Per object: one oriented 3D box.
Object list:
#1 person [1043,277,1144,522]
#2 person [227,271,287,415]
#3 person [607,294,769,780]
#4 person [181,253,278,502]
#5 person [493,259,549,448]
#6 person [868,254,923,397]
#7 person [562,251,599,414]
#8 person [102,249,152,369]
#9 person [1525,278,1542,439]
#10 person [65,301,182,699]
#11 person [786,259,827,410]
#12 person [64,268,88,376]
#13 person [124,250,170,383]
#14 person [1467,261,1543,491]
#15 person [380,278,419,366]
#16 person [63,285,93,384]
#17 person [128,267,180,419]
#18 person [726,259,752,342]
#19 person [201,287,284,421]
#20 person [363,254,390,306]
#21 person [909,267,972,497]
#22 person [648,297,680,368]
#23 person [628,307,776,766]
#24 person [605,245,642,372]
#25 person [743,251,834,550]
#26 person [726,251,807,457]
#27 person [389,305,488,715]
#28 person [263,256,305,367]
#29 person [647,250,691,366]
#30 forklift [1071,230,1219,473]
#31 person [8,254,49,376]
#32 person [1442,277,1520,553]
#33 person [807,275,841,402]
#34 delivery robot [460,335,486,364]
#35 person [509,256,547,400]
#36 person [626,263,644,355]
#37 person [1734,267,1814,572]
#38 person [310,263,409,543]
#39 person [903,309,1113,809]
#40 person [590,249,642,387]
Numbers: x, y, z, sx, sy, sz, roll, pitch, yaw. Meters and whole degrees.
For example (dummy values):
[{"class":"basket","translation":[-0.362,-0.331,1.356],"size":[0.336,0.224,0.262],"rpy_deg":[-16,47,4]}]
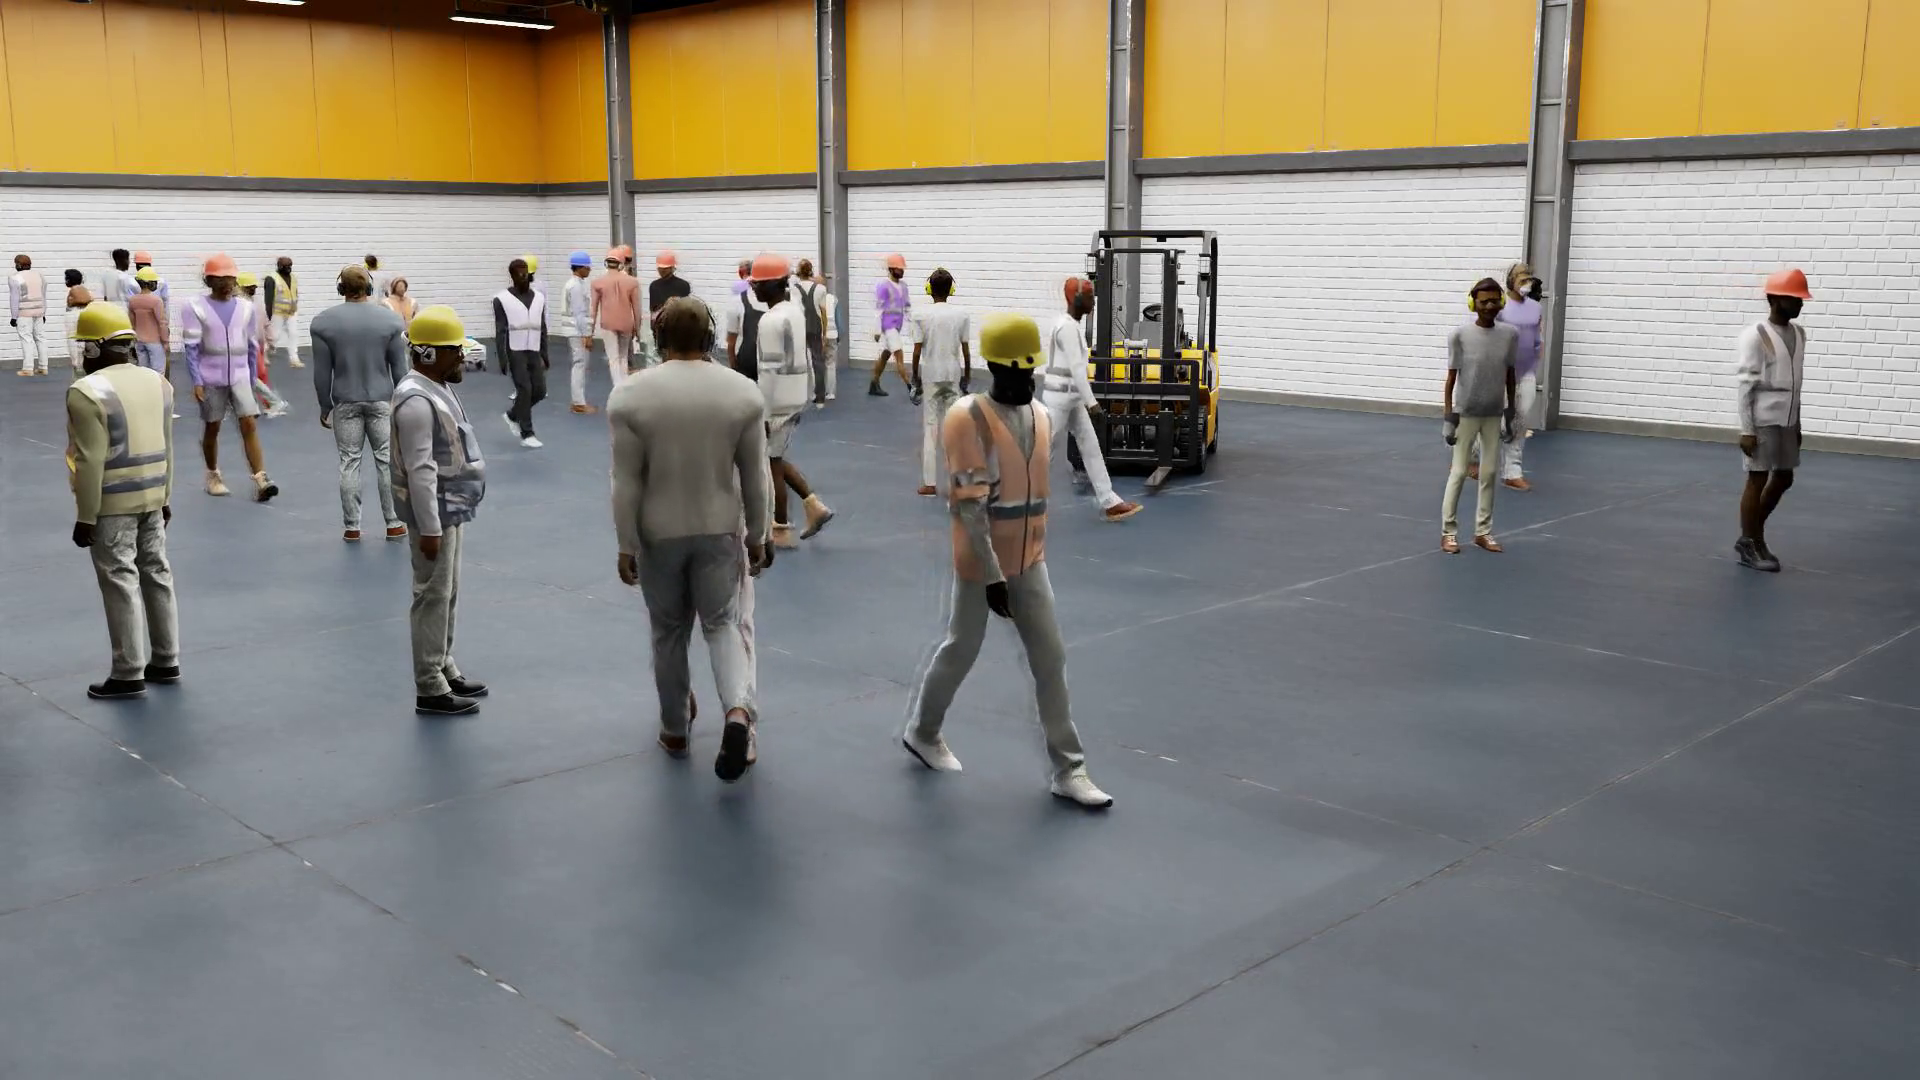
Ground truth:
[{"class":"person","translation":[0.831,-1.020,12.321],"size":[1.024,1.829,0.588],"rpy_deg":[3,11,14]},{"class":"person","translation":[-8.495,-2.344,19.842],"size":[0.864,1.727,0.540],"rpy_deg":[2,11,13]},{"class":"person","translation":[-1.045,-0.005,6.561],"size":[0.630,1.913,0.856],"rpy_deg":[-3,11,-18]},{"class":"person","translation":[-5.885,-1.295,13.359],"size":[0.616,1.987,1.057],"rpy_deg":[-9,14,-41]},{"class":"person","translation":[-4.455,-1.892,16.843],"size":[0.595,1.897,0.606],"rpy_deg":[8,13,37]},{"class":"person","translation":[-0.830,-2.801,21.875],"size":[1.035,1.872,0.558],"rpy_deg":[6,12,29]},{"class":"person","translation":[-4.530,-2.466,19.889],"size":[0.426,1.938,0.643],"rpy_deg":[-2,11,-12]},{"class":"person","translation":[-12.498,-3.409,25.052],"size":[0.619,1.914,0.985],"rpy_deg":[6,12,31]},{"class":"person","translation":[5.962,-1.918,17.565],"size":[0.320,1.694,0.531],"rpy_deg":[4,11,21]},{"class":"person","translation":[-3.885,-0.180,7.695],"size":[0.404,1.830,0.601],"rpy_deg":[2,11,12]},{"class":"person","translation":[-1.870,-2.500,20.308],"size":[0.506,1.847,0.346],"rpy_deg":[-3,11,-13]},{"class":"person","translation":[-12.061,-2.868,22.760],"size":[0.368,1.685,0.542],"rpy_deg":[-3,11,-15]},{"class":"person","translation":[-10.755,-2.863,22.038],"size":[0.544,1.939,0.354],"rpy_deg":[-10,14,-44]},{"class":"person","translation":[4.601,-1.379,14.007],"size":[0.630,1.922,0.598],"rpy_deg":[-5,12,-27]},{"class":"person","translation":[-7.146,-2.556,21.297],"size":[0.530,1.596,0.851],"rpy_deg":[-10,14,-42]},{"class":"person","translation":[-9.598,-2.016,18.366],"size":[0.863,1.592,0.512],"rpy_deg":[7,12,33]},{"class":"person","translation":[-9.386,-2.280,19.325],"size":[0.533,1.768,0.310],"rpy_deg":[4,11,22]},{"class":"person","translation":[-2.757,-2.781,21.898],"size":[0.572,1.824,0.781],"rpy_deg":[-10,14,-43]},{"class":"person","translation":[-8.315,-2.222,19.180],"size":[0.854,1.704,0.490],"rpy_deg":[-4,11,-20]},{"class":"person","translation":[-9.636,-3.759,27.254],"size":[0.606,1.857,0.686],"rpy_deg":[-3,11,-16]},{"class":"person","translation":[-0.160,-1.284,13.615],"size":[0.526,1.871,0.324],"rpy_deg":[-2,11,-13]},{"class":"person","translation":[-2.452,-1.314,14.509],"size":[0.531,1.588,0.833],"rpy_deg":[-5,12,-26]},{"class":"person","translation":[-1.103,-0.056,6.931],"size":[0.662,1.865,0.801],"rpy_deg":[-2,11,-10]},{"class":"person","translation":[-5.243,-3.597,25.912],"size":[0.450,1.981,0.652],"rpy_deg":[-3,11,-14]},{"class":"person","translation":[-1.200,-0.922,11.215],"size":[0.491,2.024,0.628],"rpy_deg":[2,11,12]},{"class":"person","translation":[-1.672,-1.518,14.420],"size":[0.687,2.000,0.889],"rpy_deg":[-3,11,-14]},{"class":"person","translation":[-2.325,-0.129,7.445],"size":[0.403,1.826,0.590],"rpy_deg":[-2,11,-9]},{"class":"person","translation":[-11.055,-3.693,26.952],"size":[0.756,1.811,0.644],"rpy_deg":[5,12,26]},{"class":"person","translation":[-3.467,-2.418,19.568],"size":[0.608,1.957,0.737],"rpy_deg":[5,11,23]},{"class":"forklift","translation":[1.804,-1.825,15.677],"size":[1.214,2.155,2.313],"rpy_deg":[2,11,13]},{"class":"person","translation":[-14.206,-3.420,25.341],"size":[0.429,1.844,0.626],"rpy_deg":[4,11,19]},{"class":"person","translation":[3.492,-0.826,11.172],"size":[0.513,1.859,0.369],"rpy_deg":[-1,10,-6]},{"class":"person","translation":[-1.704,-2.589,21.426],"size":[0.645,1.626,0.467],"rpy_deg":[-8,13,-39]},{"class":"delivery robot","translation":[-7.752,-2.994,26.267],"size":[0.477,0.478,0.707],"rpy_deg":[-7,12,-32]},{"class":"person","translation":[-5.577,-2.726,21.475],"size":[0.670,1.868,0.621],"rpy_deg":[8,13,37]},{"class":"person","translation":[-5.922,-4.124,29.739],"size":[0.515,1.636,0.315],"rpy_deg":[3,11,14]},{"class":"person","translation":[5.200,-0.774,10.664],"size":[0.560,1.934,0.418],"rpy_deg":[-5,12,-25]},{"class":"person","translation":[-4.145,-0.943,11.566],"size":[0.632,1.940,0.368],"rpy_deg":[-3,11,-16]},{"class":"person","translation":[0.133,0.053,6.361],"size":[0.577,1.871,1.000],"rpy_deg":[-9,14,-40]},{"class":"person","translation":[-4.372,-2.687,21.018],"size":[0.632,1.944,0.762],"rpy_deg":[-5,12,-26]}]
